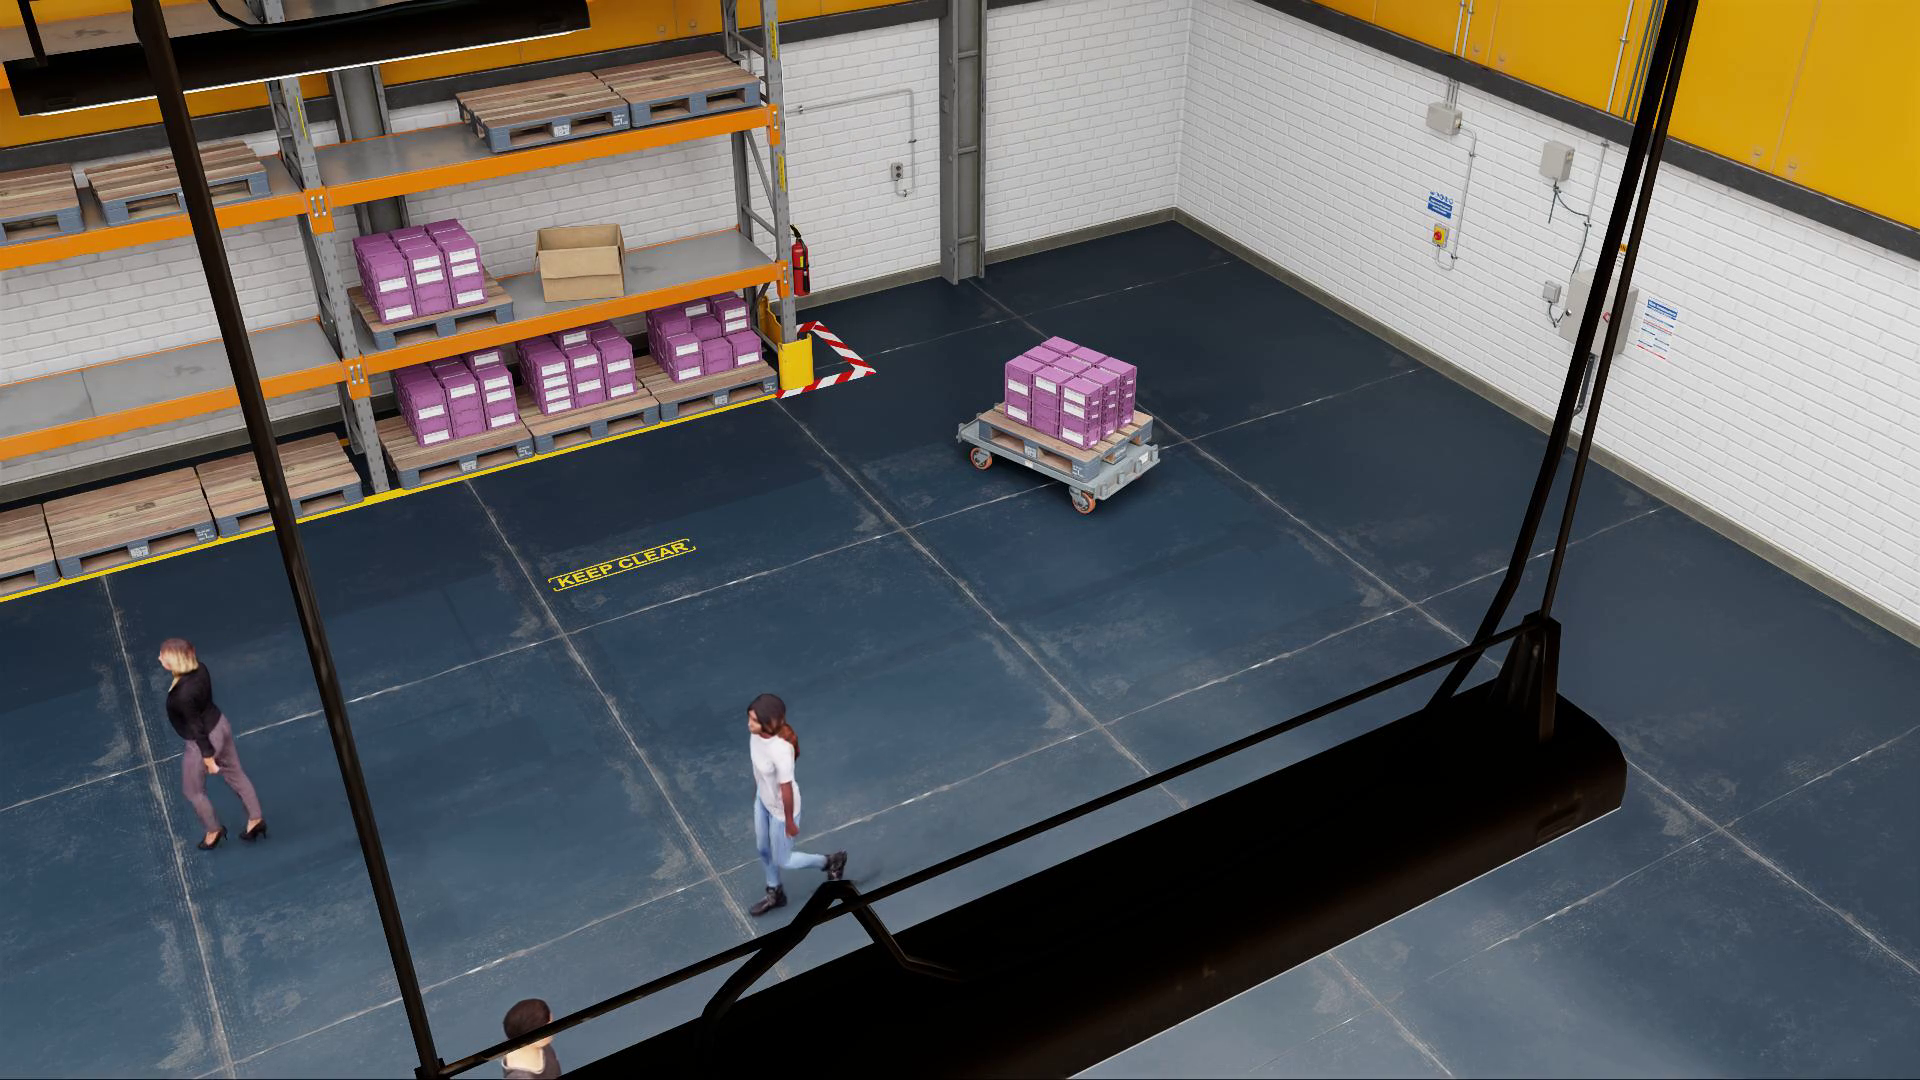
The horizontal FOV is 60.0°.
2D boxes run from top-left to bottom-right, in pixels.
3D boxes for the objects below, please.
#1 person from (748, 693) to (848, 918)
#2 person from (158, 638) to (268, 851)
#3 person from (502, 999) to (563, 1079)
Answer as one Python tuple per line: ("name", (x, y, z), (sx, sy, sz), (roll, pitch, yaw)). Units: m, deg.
("person", (-1.038, 1.590, 10.103), (0.854, 1.707, 0.576), (-18, 38, -25))
("person", (-4.686, 1.299, 10.586), (0.788, 1.656, 0.730), (-2, 34, -3))
("person", (-2.057, 2.884, 8.152), (0.640, 1.711, 0.666), (-7, 34, -11))
